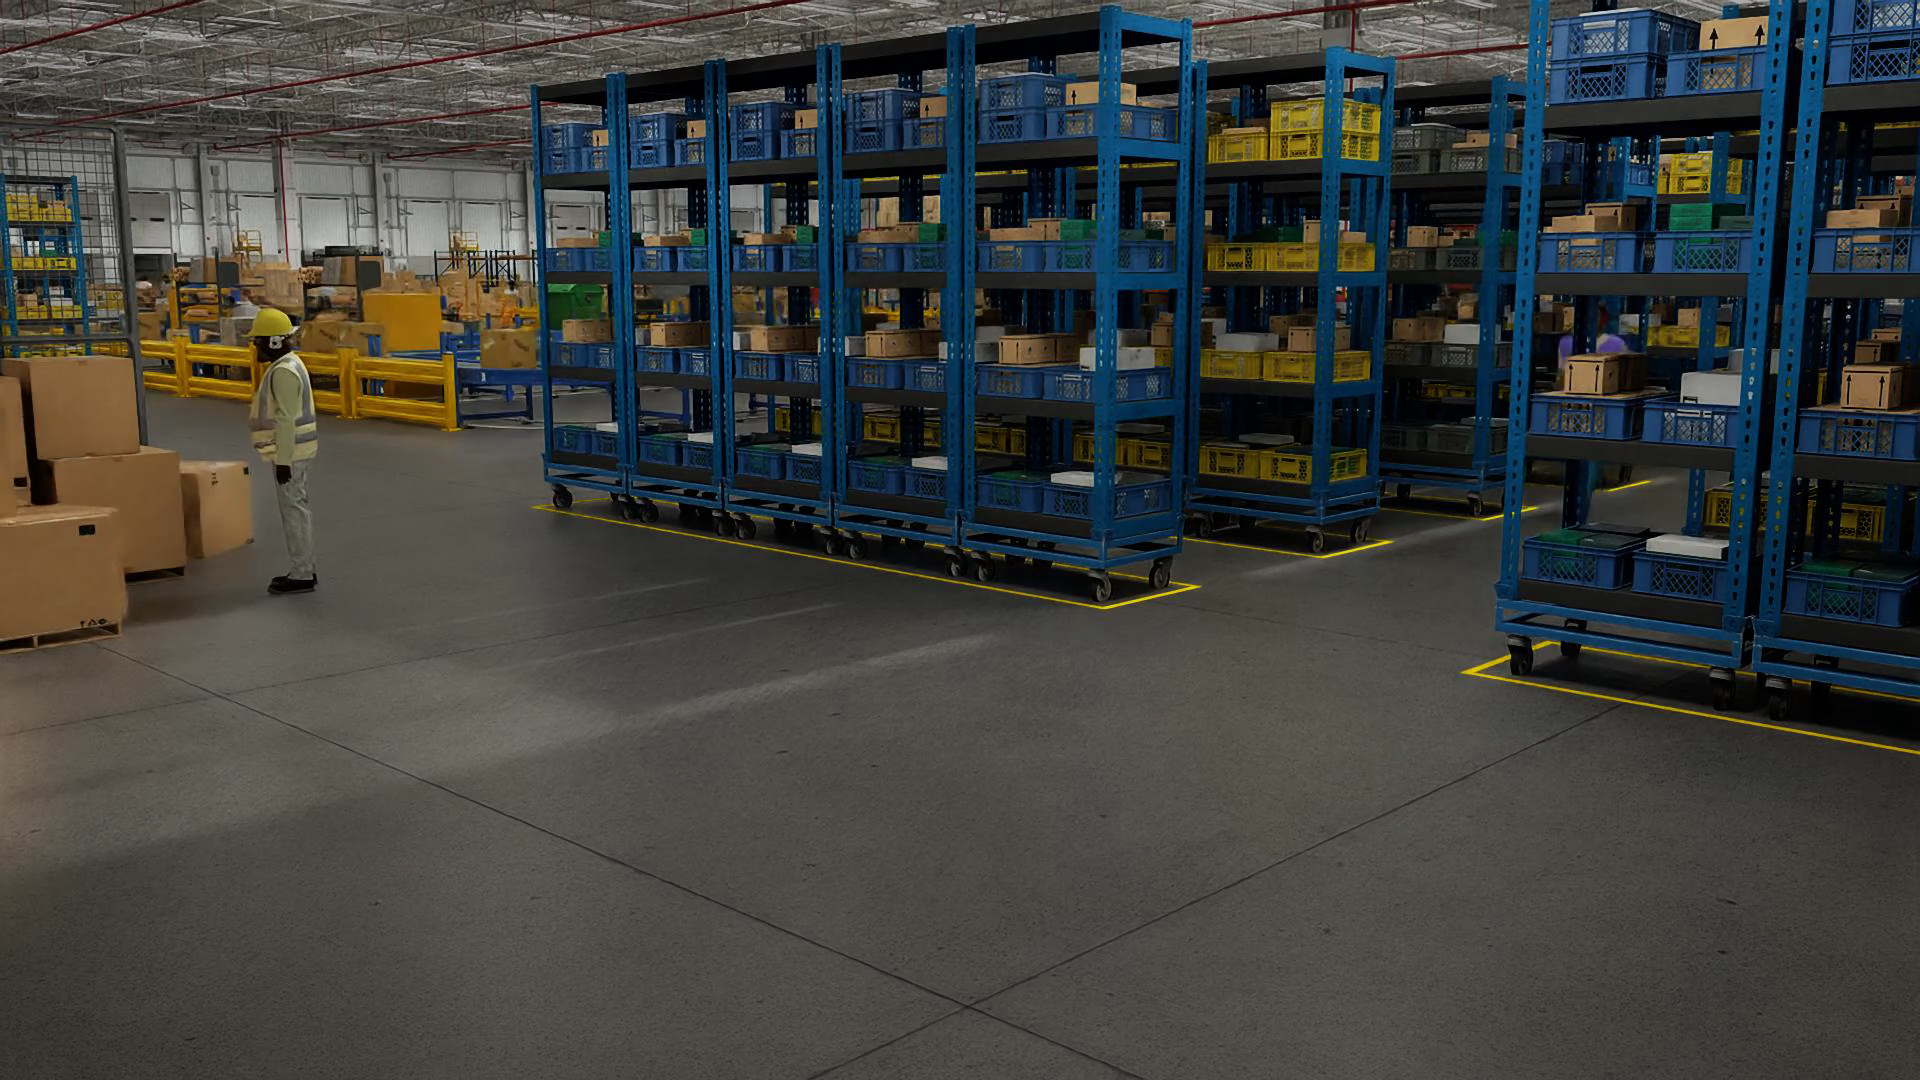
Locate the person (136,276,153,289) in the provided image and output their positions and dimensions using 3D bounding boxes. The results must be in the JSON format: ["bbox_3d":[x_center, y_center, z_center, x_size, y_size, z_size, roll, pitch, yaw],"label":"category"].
[{"bbox_3d":[-32.255,-9.536,65.776,0.661,1.787,0.985,-1,9,-9],"label":"person"}]

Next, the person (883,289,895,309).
[{"bbox_3d":[-2.474,-8.380,58.660,0.582,1.800,0.914,-9,13,-43],"label":"person"}]

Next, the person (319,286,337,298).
[{"bbox_3d":[-18.614,-6.817,48.988,0.540,1.821,0.929,-4,10,-24],"label":"person"}]

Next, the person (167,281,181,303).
[{"bbox_3d":[-20.153,-5.791,42.856,0.315,1.770,0.524,5,10,26],"label":"person"}]

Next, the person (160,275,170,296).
[{"bbox_3d":[-29.337,-8.894,61.612,0.550,1.856,0.398,-2,9,-12],"label":"person"}]

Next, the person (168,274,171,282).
[{"bbox_3d":[-33.841,-10.462,71.143,0.928,1.893,0.600,-5,10,-27],"label":"person"}]

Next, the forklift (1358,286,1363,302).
[{"bbox_3d":[11.100,-7.017,46.970,1.873,2.768,1.129,9,13,43],"label":"forklift"}]

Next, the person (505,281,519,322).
[{"bbox_3d":[-15.565,-8.145,57.673,0.537,1.645,0.878,-7,11,-35],"label":"person"}]

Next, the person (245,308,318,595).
[{"bbox_3d":[-4.326,-0.563,10.649,0.404,1.824,0.586,-4,10,-22],"label":"person"}]

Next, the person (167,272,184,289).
[{"bbox_3d":[-25.974,-7.929,55.181,0.610,2.026,0.658,2,9,10],"label":"person"}]

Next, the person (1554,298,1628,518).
[{"bbox_3d":[5.238,-1.094,13.849,0.580,1.833,0.604,9,13,44],"label":"person"}]
